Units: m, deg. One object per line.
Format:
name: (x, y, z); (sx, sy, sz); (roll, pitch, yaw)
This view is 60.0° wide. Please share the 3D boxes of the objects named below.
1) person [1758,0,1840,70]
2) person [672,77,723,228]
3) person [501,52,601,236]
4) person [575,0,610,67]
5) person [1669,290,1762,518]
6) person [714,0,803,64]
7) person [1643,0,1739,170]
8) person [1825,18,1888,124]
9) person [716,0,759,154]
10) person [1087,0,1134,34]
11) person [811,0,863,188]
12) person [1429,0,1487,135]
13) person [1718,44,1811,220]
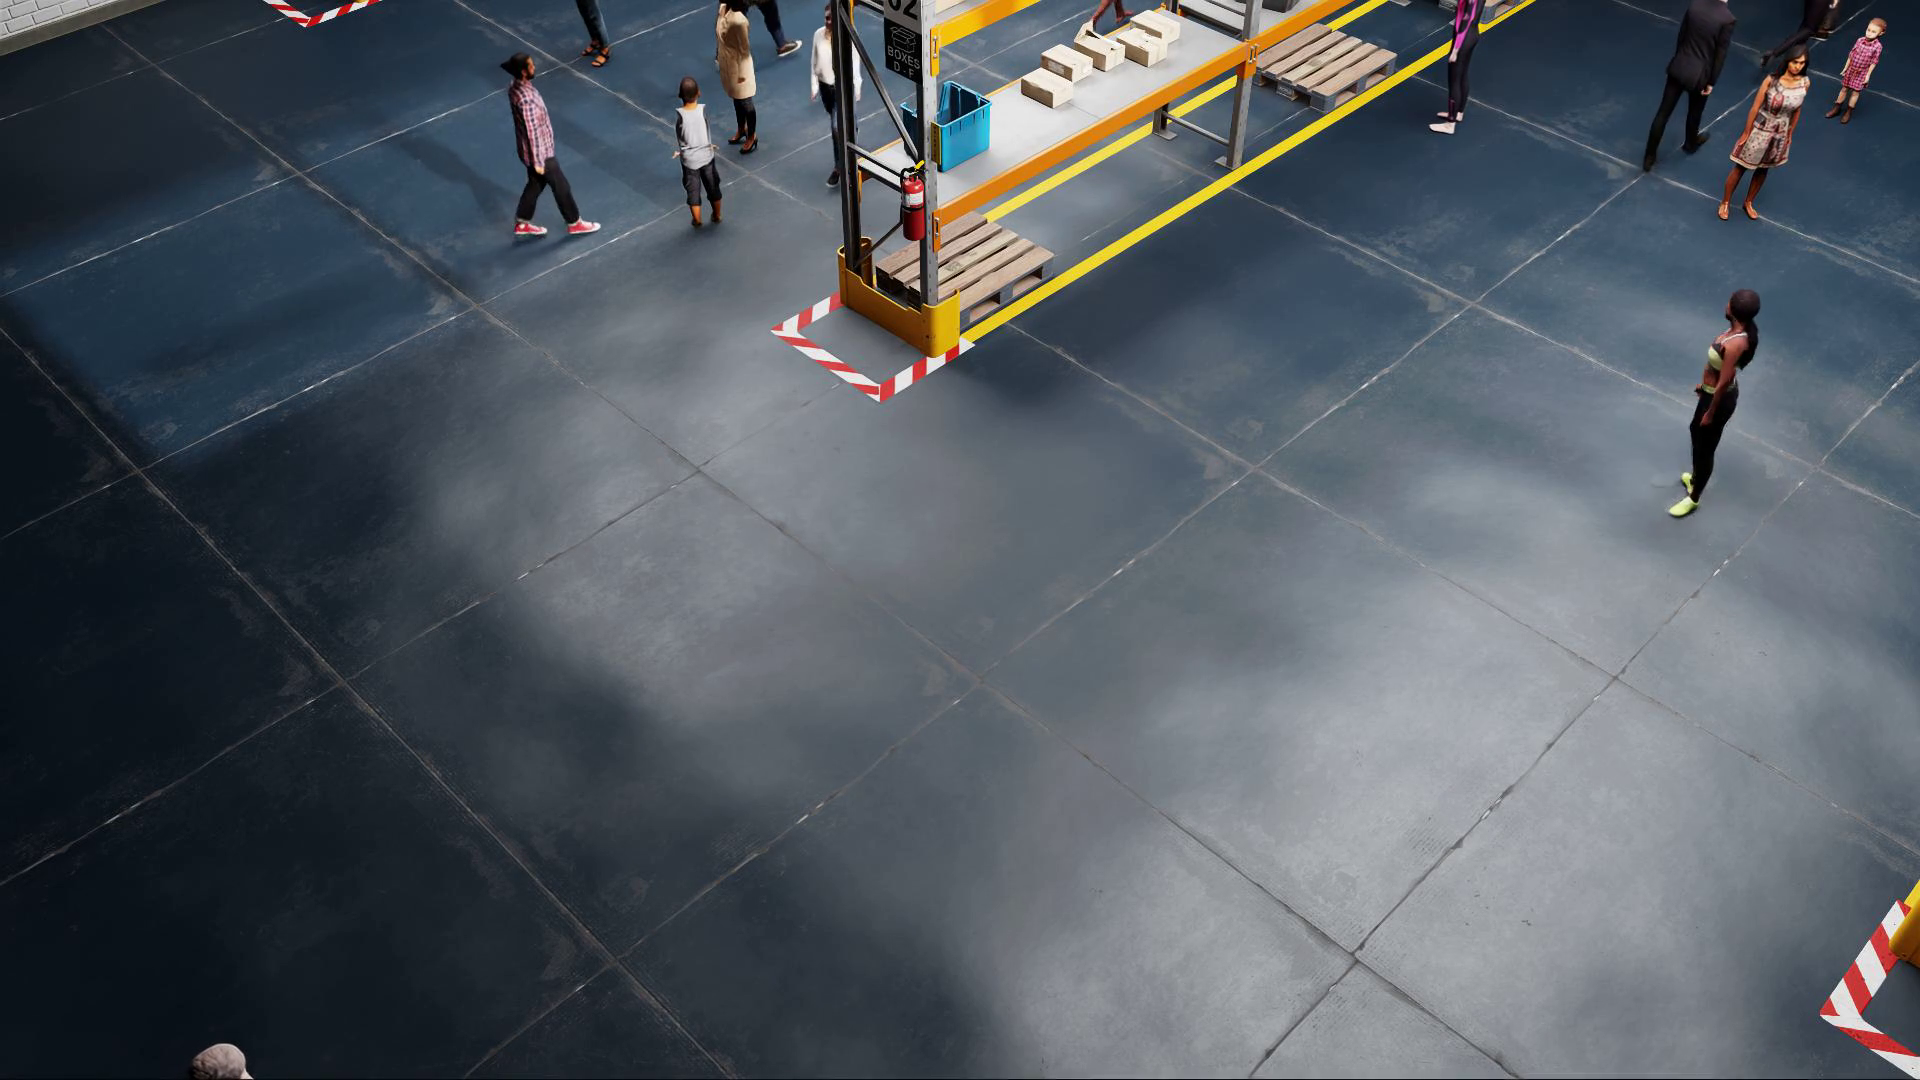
person: (8.371, -5.367, 16.369); (1.066, 1.770, 0.918); (-13, 45, -14)
person: (-2.303, -3.426, 14.558); (0.571, 1.456, 0.700); (-15, 46, -15)
person: (-3.697, -3.348, 14.260); (1.079, 1.754, 0.892); (-20, 47, -20)
person: (-3.780, -5.607, 16.691); (0.613, 1.672, 0.658); (-26, 49, -24)
person: (5.369, -0.947, 11.757); (0.799, 1.731, 0.599); (10, 44, 10)
person: (-2.184, -5.575, 16.532); (1.235, 1.845, 0.855); (-24, 49, -23)
person: (6.598, -4.216, 15.109); (1.106, 1.840, 0.777); (-34, 53, -30)
person: (8.684, -4.547, 16.050); (0.436, 1.022, 0.422); (-34, 53, -30)
person: (-2.066, -4.404, 15.421); (0.612, 1.682, 0.685); (-22, 48, -22)
person: (1.569, -5.996, 17.083); (0.609, 1.694, 1.096); (35, 53, 31)
person: (-1.101, -4.126, 15.146); (0.878, 1.659, 1.173); (17, 46, 17)
person: (4.757, -4.698, 15.682); (0.654, 1.747, 0.535); (22, 48, 21)
person: (7.094, -3.582, 14.585); (0.713, 1.644, 0.765); (1, 44, 1)
